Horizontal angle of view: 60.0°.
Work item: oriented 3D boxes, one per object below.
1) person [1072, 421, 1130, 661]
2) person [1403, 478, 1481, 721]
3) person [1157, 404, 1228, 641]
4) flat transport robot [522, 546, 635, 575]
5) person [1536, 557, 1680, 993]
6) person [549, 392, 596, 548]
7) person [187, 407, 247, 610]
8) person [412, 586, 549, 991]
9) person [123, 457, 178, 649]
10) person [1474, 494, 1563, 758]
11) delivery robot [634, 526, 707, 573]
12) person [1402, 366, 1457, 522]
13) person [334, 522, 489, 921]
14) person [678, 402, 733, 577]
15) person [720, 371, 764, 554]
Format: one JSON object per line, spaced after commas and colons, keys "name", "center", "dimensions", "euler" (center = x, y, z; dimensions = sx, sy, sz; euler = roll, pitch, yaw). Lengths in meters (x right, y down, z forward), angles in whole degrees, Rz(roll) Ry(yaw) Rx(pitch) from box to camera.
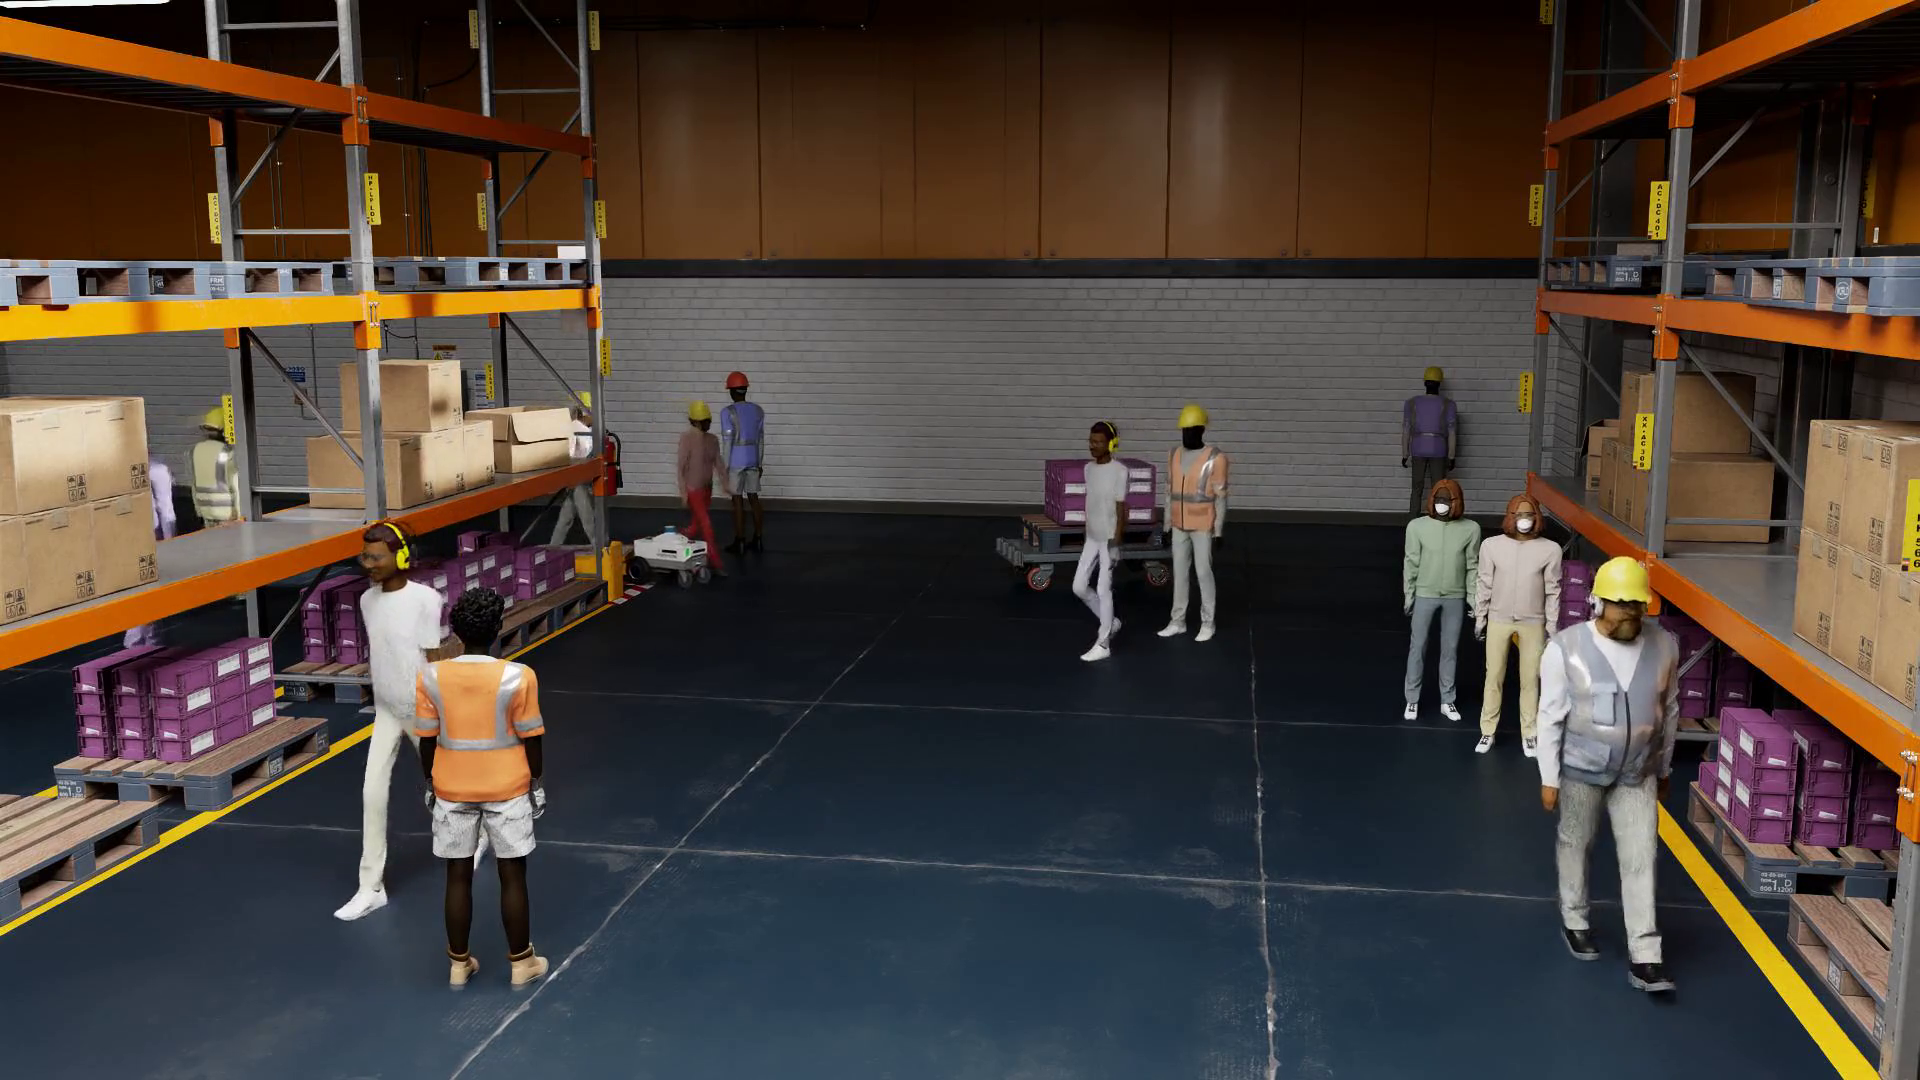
{"name": "person", "center": [1.113, 0.010, 12.769], "dimensions": [0.394, 1.859, 0.538], "euler": [-8, 12, -40]}
{"name": "person", "center": [3.198, 0.395, 11.066], "dimensions": [0.501, 1.632, 0.286], "euler": [1, 9, 5]}
{"name": "person", "center": [1.880, -0.142, 13.479], "dimensions": [0.589, 1.929, 0.378], "euler": [9, 13, 44]}
{"name": "flat transport robot", "center": [-3.827, 0.194, 16.494], "dimensions": [1.431, 0.197, 0.652], "euler": [0, 9, 1]}
{"name": "person", "center": [2.745, 0.976, 6.952], "dimensions": [0.624, 1.799, 0.849], "euler": [0, 9, 2]}
{"name": "person", "center": [-3.785, -0.582, 16.636], "dimensions": [0.877, 1.777, 0.610], "euler": [0, 9, 1]}
{"name": "person", "center": [-6.496, -0.256, 14.537], "dimensions": [0.599, 1.811, 0.703], "euler": [4, 10, 23]}
{"name": "person", "center": [-1.980, 1.036, 6.917], "dimensions": [0.540, 1.695, 0.317], "euler": [0, 9, 2]}
{"name": "person", "center": [-6.231, 0.067, 12.348], "dimensions": [0.668, 1.862, 0.963], "euler": [1, 9, 4]}
{"name": "person", "center": [3.431, 0.523, 10.264], "dimensions": [0.505, 1.636, 0.279], "euler": [3, 10, 20]}
{"name": "delivery robot", "center": [-2.758, 0.107, 15.857], "dimensions": [0.707, 0.478, 0.477], "euler": [6, 11, 30]}
{"name": "person", "center": [5.274, -0.990, 18.702], "dimensions": [0.594, 1.925, 0.377], "euler": [4, 10, 22]}
{"name": "person", "center": [-2.606, 0.804, 7.944], "dimensions": [0.528, 1.835, 0.939], "euler": [3, 10, 20]}
{"name": "person", "center": [-2.584, -0.506, 16.357], "dimensions": [0.741, 1.722, 0.630], "euler": [6, 11, 32]}
{"name": "person", "center": [-2.328, -0.819, 17.625], "dimensions": [0.376, 1.933, 0.551], "euler": [9, 13, 43]}
